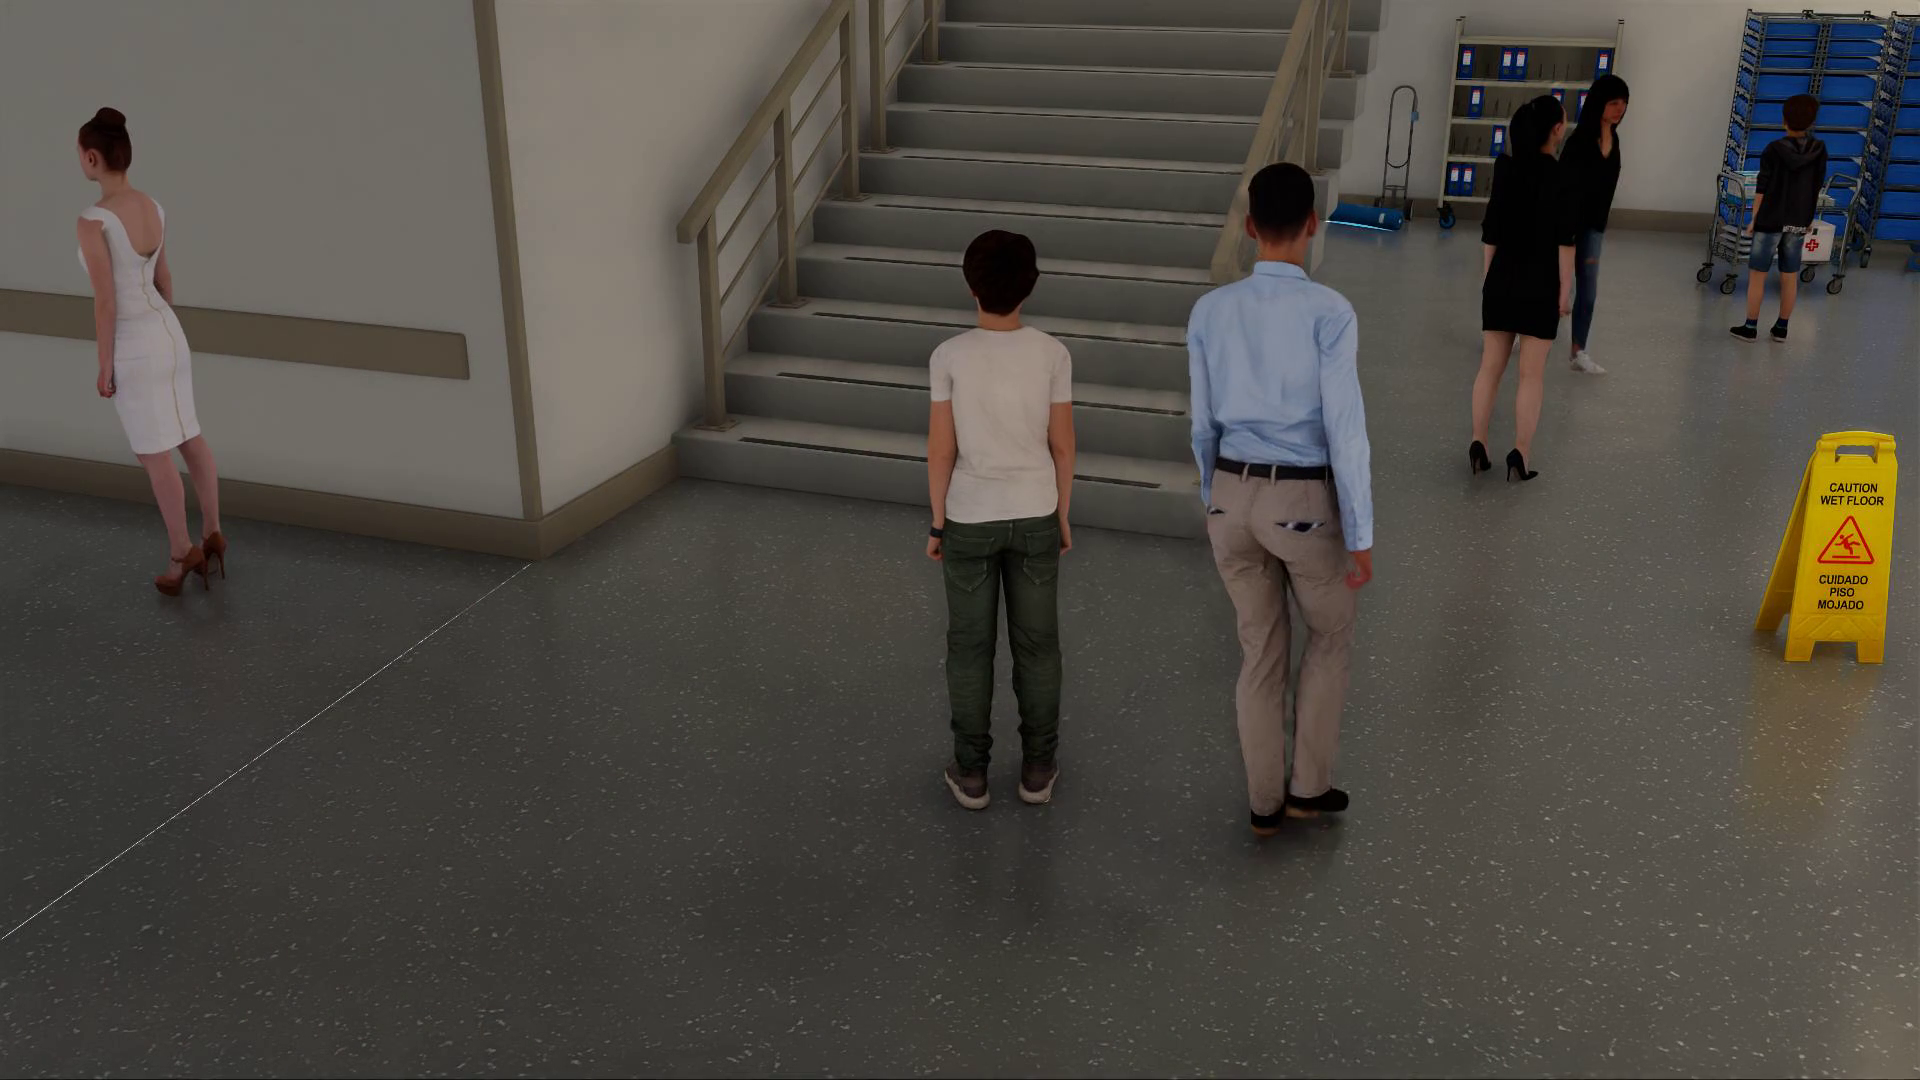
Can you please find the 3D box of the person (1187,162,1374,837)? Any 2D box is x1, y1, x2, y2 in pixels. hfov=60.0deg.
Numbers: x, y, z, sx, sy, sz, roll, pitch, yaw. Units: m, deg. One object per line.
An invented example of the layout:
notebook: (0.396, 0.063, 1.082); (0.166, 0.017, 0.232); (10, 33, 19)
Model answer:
person: (0.802, -0.032, 4.401); (0.759, 1.809, 0.659); (14, 25, 33)

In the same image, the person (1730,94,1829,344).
person: (4.857, -1.897, 9.838); (0.594, 1.447, 0.594); (1, 21, 4)

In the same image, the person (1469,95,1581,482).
person: (2.502, -1.107, 7.399); (0.680, 1.696, 0.676); (-18, 27, -39)

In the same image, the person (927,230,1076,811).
person: (0.114, -0.039, 4.638); (0.646, 1.654, 0.656); (-2, 21, -4)

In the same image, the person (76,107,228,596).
person: (-2.971, -0.664, 6.091); (0.658, 1.795, 0.461); (5, 21, 13)

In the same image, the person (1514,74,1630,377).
person: (3.324, -1.735, 9.195); (1.047, 1.597, 1.091); (-10, 23, -26)
